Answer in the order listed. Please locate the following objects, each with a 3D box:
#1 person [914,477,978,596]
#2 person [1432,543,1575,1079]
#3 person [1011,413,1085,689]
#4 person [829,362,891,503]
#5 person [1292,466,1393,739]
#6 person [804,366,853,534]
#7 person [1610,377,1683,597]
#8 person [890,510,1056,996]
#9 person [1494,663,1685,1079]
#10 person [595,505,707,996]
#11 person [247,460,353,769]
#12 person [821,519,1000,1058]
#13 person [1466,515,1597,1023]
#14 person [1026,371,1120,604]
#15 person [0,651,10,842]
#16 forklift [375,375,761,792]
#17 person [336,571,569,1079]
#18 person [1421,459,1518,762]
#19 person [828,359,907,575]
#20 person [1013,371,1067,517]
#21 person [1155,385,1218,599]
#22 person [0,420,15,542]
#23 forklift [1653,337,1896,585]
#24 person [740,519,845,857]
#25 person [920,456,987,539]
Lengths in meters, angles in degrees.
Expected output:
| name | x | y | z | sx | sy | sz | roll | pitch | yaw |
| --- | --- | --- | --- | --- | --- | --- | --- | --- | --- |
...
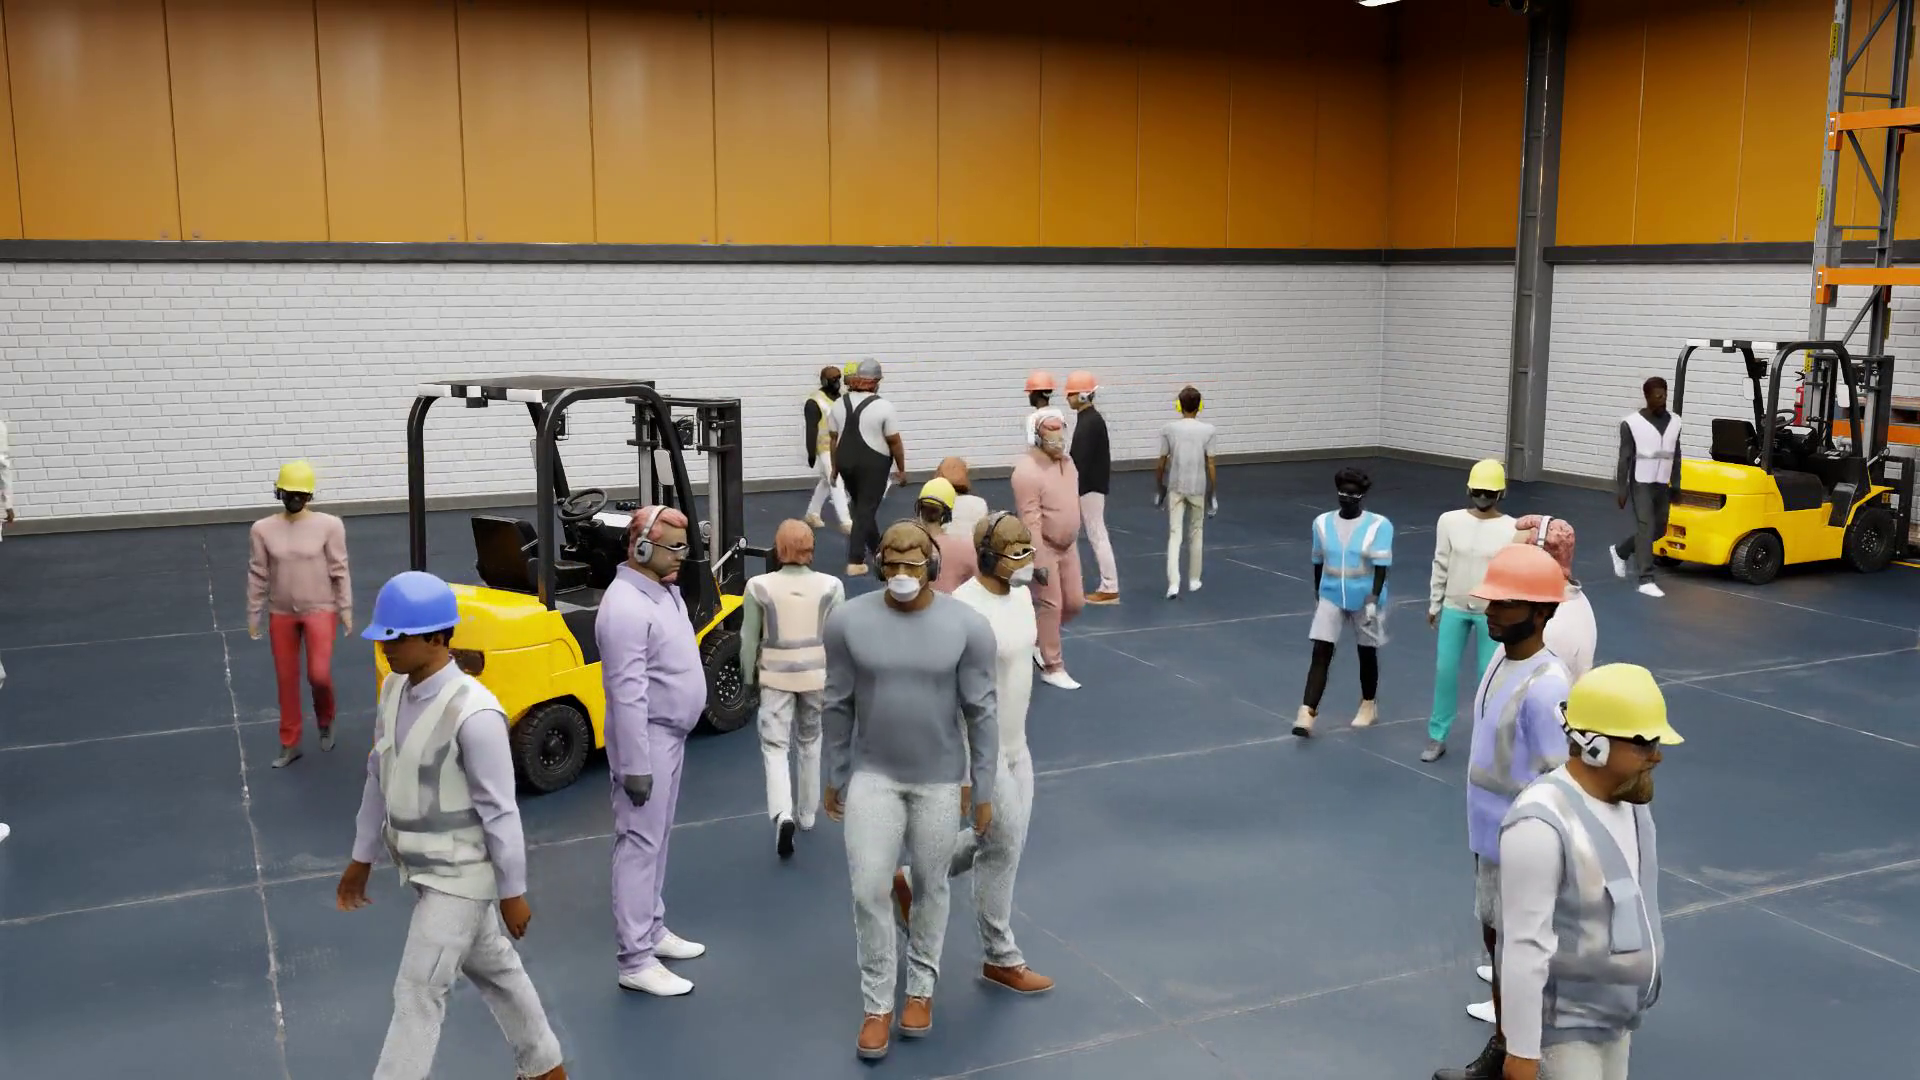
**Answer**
| name | x | y | z | sx | sy | sz | roll | pitch | yaw |
| --- | --- | --- | --- | --- | --- | --- | --- | --- | --- |
| person | -0.133 | 0.523 | 8.891 | 0.515 | 1.704 | 0.969 | -2 | 9 | -9 |
| person | 1.777 | 0.968 | 5.383 | 0.341 | 1.942 | 0.552 | 0 | 9 | 3 |
| person | 0.581 | 0.075 | 11.179 | 0.491 | 1.871 | 0.687 | 8 | 12 | 40 |
| person | -1.203 | -1.311 | 20.220 | 0.789 | 1.717 | 0.497 | -4 | 10 | -24 |
| person | 2.303 | 0.382 | 9.942 | 0.529 | 1.644 | 0.867 | 6 | 11 | 31 |
| person | -1.401 | -0.984 | 17.964 | 0.945 | 1.807 | 0.628 | 7 | 11 | 36 |
| person | 5.988 | -0.491 | 14.573 | 0.590 | 1.901 | 0.749 | -3 | 10 | -18 |
| person | 0.017 | 0.814 | 6.465 | 0.714 | 1.912 | 0.634 | 4 | 10 | 24 |
| person | 1.583 | 1.198 | 4.337 | 0.610 | 1.814 | 0.474 | -8 | 12 | -41 |
| person | -1.190 | 0.805 | 6.537 | 0.399 | 1.899 | 0.642 | 0 | 9 | 1 |
| person | -3.721 | 0.417 | 9.364 | 0.583 | 1.750 | 0.378 | -1 | 9 | -4 |
| person | -0.188 | 0.891 | 5.916 | 0.655 | 1.921 | 0.668 | 0 | 9 | 3 |
| person | 2.126 | 0.852 | 6.217 | 0.409 | 1.909 | 0.641 | 4 | 10 | 24 |
| person | 0.940 | -0.430 | 13.979 | 0.920 | 1.955 | 0.639 | 1 | 9 | 6 |
| person | -4.895 | 0.589 | 7.981 | 0.534 | 1.863 | 0.310 | -5 | 11 | -30 |
| forklift | -2.268 | 0.149 | 9.685 | 1.214 | 2.155 | 2.313 | 6 | 11 | 32 |
| person | -1.653 | 1.026 | 5.197 | 1.014 | 1.893 | 0.608 | -8 | 12 | -40 |
| person | 2.921 | 0.412 | 9.406 | 0.555 | 1.760 | 0.353 | 6 | 11 | 31 |
| person | -0.830 | -0.724 | 15.575 | 0.698 | 2.000 | 1.009 | 6 | 11 | 31 |
| person | 0.726 | -0.548 | 14.882 | 0.528 | 1.919 | 0.559 | 8 | 12 | 40 |
| person | 1.955 | -0.419 | 14.347 | 0.549 | 1.835 | 0.876 | 2 | 9 | 10 |
| person | -7.785 | -0.318 | 13.074 | 0.602 | 2.032 | 0.579 | -7 | 11 | -36 |
| forklift | 7.551 | -0.789 | 15.507 | 2.313 | 2.155 | 1.214 | -4 | 10 | -25 |
| person | -0.807 | 0.699 | 8.088 | 0.517 | 1.613 | 0.707 | -2 | 9 | -13 |
| person | -0.012 | 0.258 | 10.819 | 0.496 | 1.608 | 0.623 | -4 | 10 | -24 |
